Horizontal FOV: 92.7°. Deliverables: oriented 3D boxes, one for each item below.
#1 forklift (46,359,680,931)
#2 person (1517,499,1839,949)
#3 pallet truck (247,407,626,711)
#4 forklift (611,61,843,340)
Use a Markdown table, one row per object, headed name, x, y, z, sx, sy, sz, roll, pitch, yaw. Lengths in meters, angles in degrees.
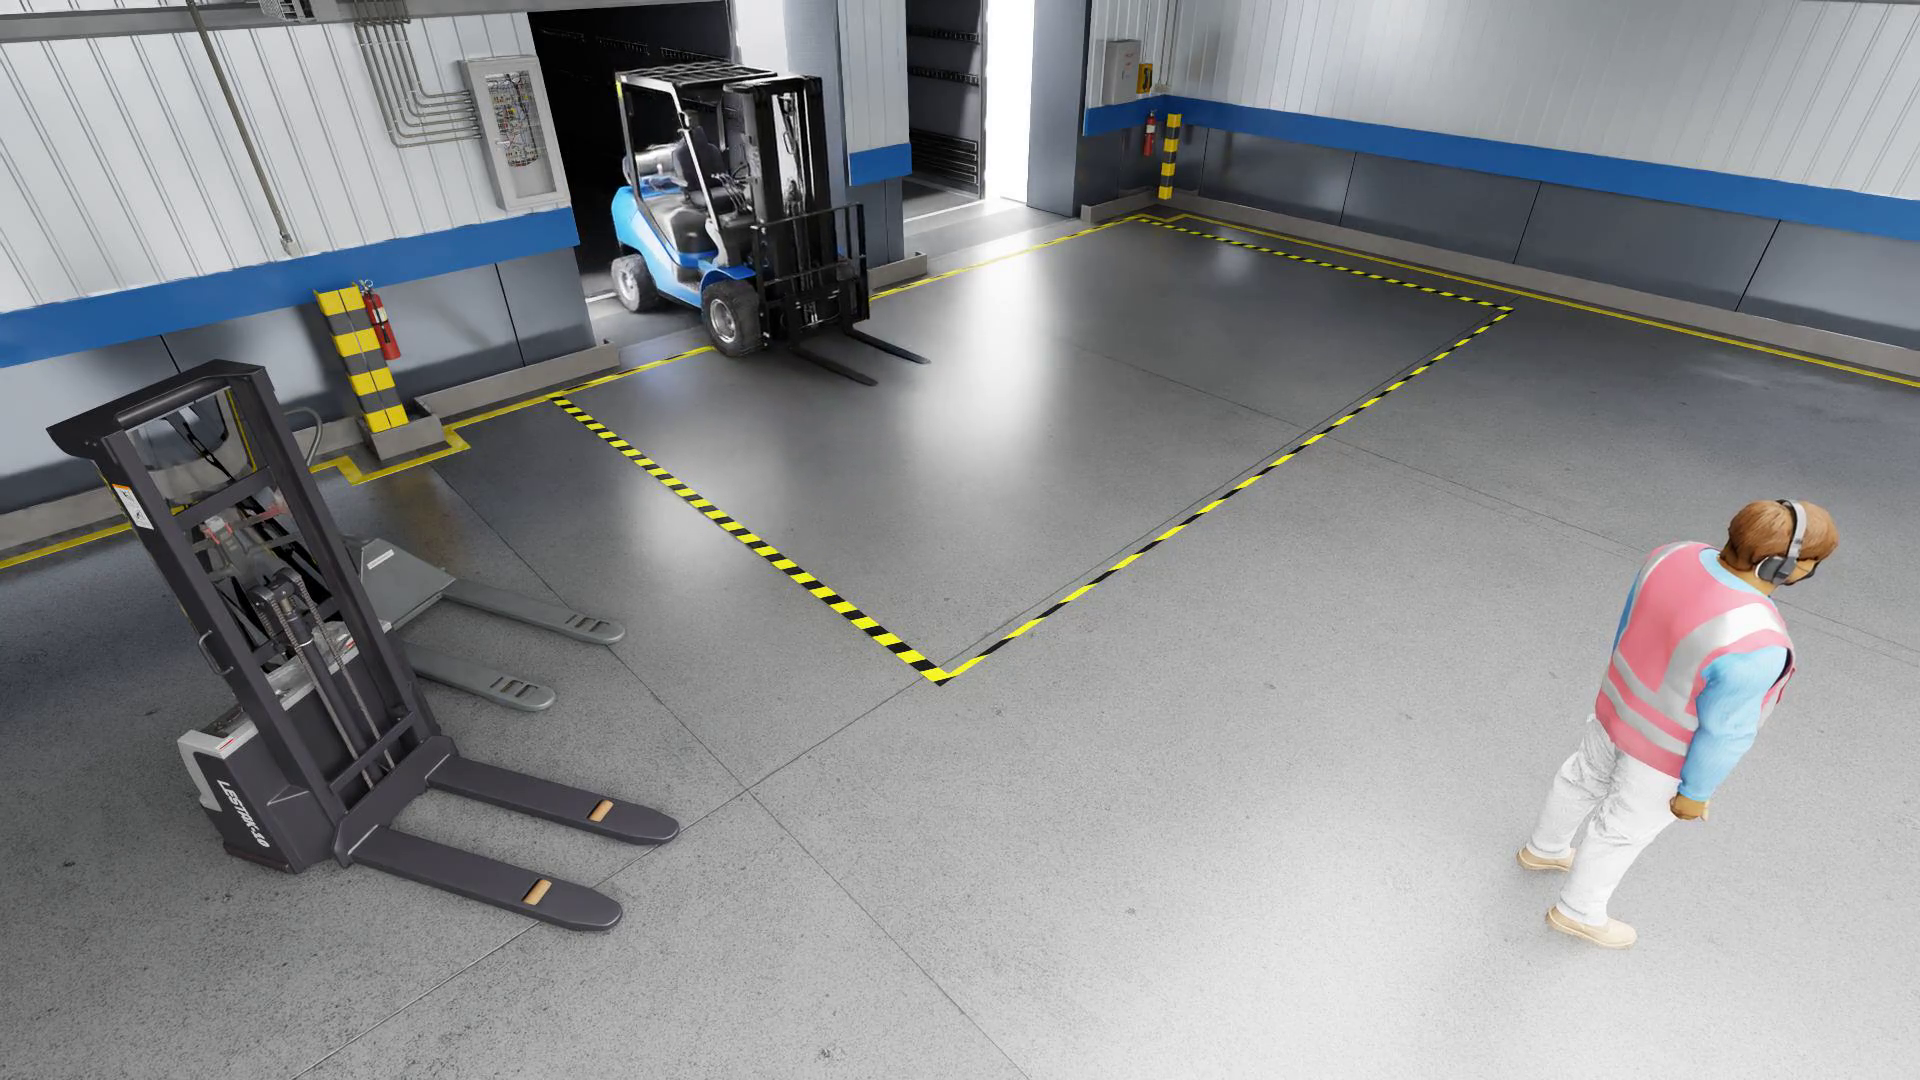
| name | x | y | z | sx | sy | sz | roll | pitch | yaw |
| --- | --- | --- | --- | --- | --- | --- | --- | --- | --- |
| forklift | -2.135 | 0.422 | 3.354 | 1.885 | 1.965 | 0.823 | 10 | 35 | 14 |
| person | 2.410 | 0.657 | 3.146 | 0.429 | 1.844 | 0.624 | 4 | 34 | 6 |
| pallet truck | -2.628 | 0.038 | 4.590 | 1.601 | 1.201 | 0.680 | 12 | 36 | 18 |
| forklift | -2.154 | -3.137 | 8.252 | 2.680 | 2.036 | 1.157 | 29 | 44 | 36 |
